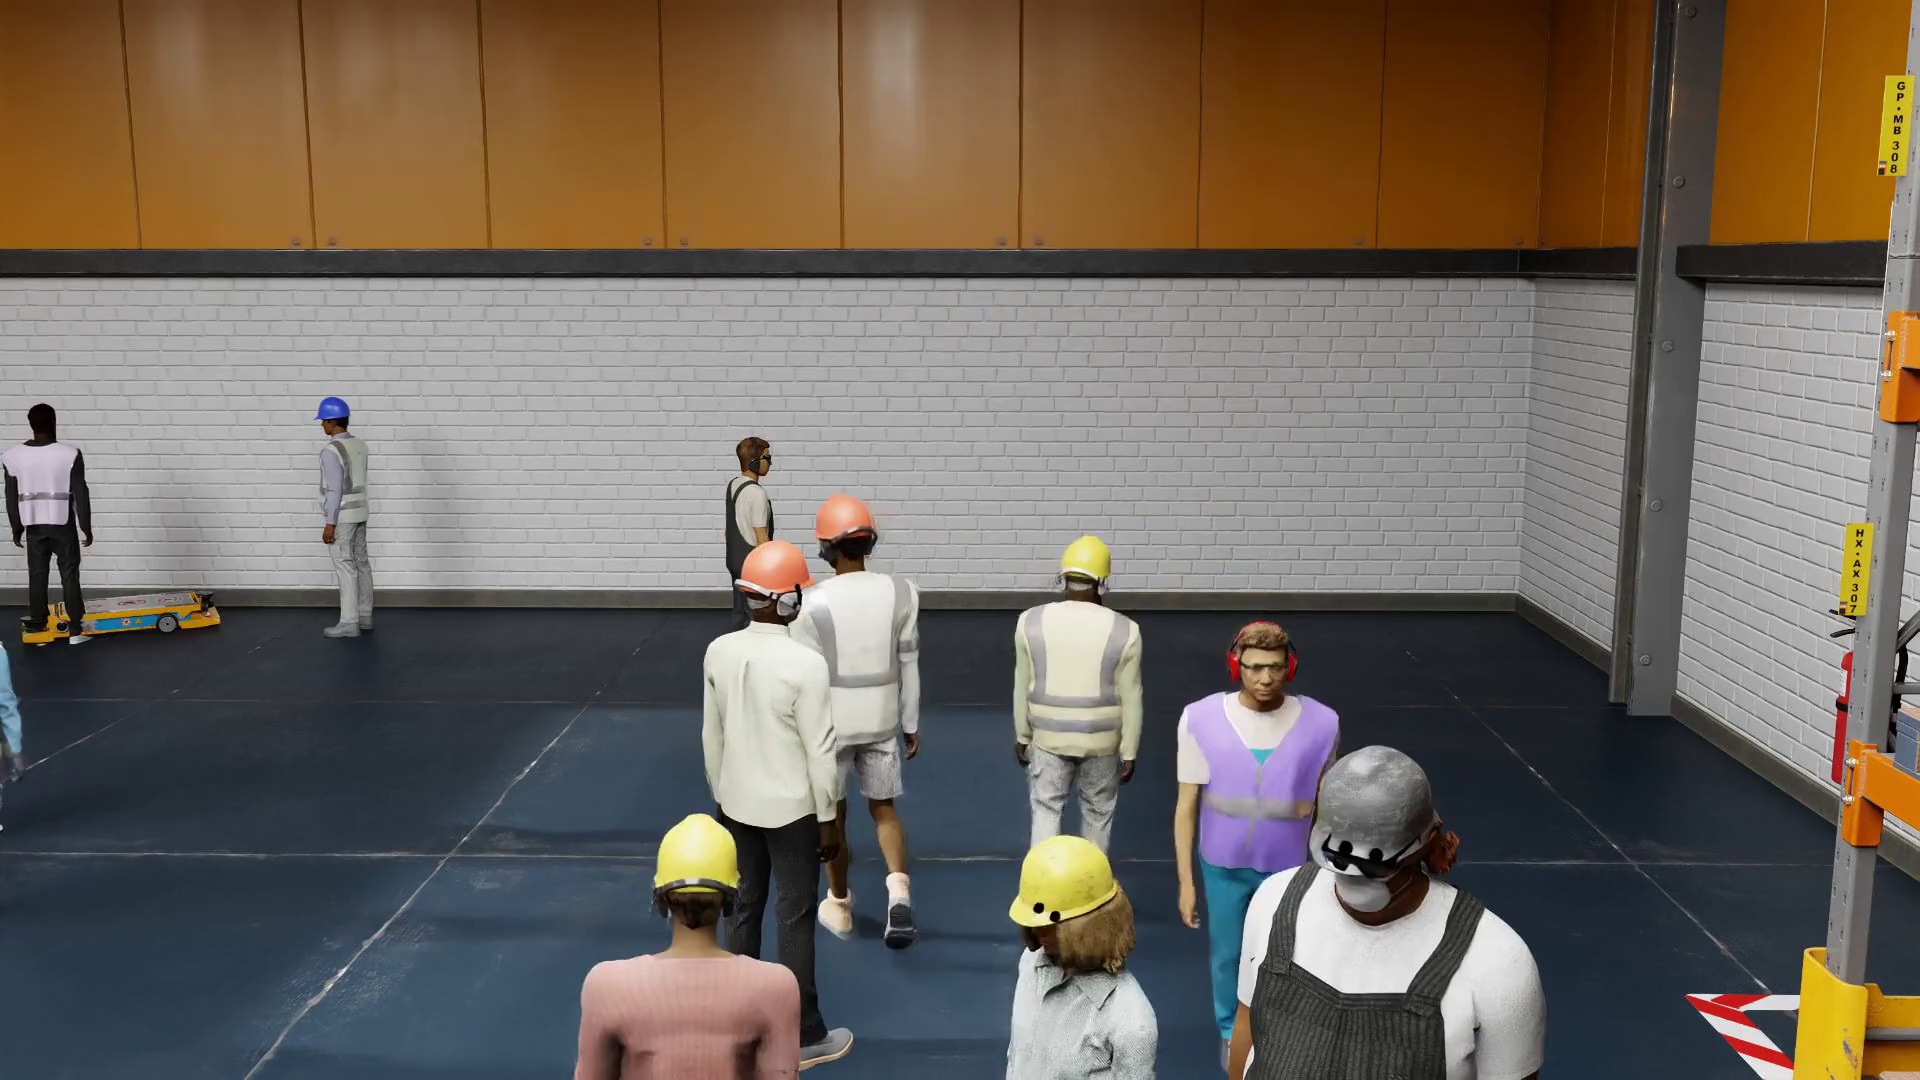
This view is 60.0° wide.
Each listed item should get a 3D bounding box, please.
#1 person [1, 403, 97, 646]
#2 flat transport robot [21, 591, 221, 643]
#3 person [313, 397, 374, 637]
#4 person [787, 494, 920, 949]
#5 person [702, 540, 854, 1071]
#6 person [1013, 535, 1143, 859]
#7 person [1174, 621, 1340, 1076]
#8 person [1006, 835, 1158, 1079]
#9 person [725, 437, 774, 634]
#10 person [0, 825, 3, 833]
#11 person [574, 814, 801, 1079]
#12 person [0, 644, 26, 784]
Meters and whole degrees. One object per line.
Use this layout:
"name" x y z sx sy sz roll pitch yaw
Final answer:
"person" -7.190 -0.109 13.153 0.605 1.930 0.408 -2 10 -11
"flat transport robot" -6.888 0.618 13.662 1.431 0.197 0.652 -5 11 -28
"person" -4.996 -0.189 13.486 0.397 1.944 0.616 1 10 5
"person" -0.445 0.811 7.247 0.629 2.026 0.731 -4 10 -22
"person" -0.693 0.990 6.275 0.611 1.996 0.387 7 12 36
"person" 0.522 0.884 7.445 0.600 1.815 0.690 2 10 11
"person" 1.039 1.161 5.867 0.579 1.790 0.990 1 10 6
"person" 0.246 1.518 3.883 0.304 1.739 0.485 -6 11 -33
"person" -1.427 0.212 11.386 0.327 1.844 0.514 -6 11 -33
"person" -5.375 0.635 8.677 0.642 1.907 0.410 6 11 31
"person" -0.638 1.513 3.974 0.527 1.720 0.920 -2 10 -15
"person" -4.454 1.009 7.305 0.546 1.599 0.807 -3 10 -15
